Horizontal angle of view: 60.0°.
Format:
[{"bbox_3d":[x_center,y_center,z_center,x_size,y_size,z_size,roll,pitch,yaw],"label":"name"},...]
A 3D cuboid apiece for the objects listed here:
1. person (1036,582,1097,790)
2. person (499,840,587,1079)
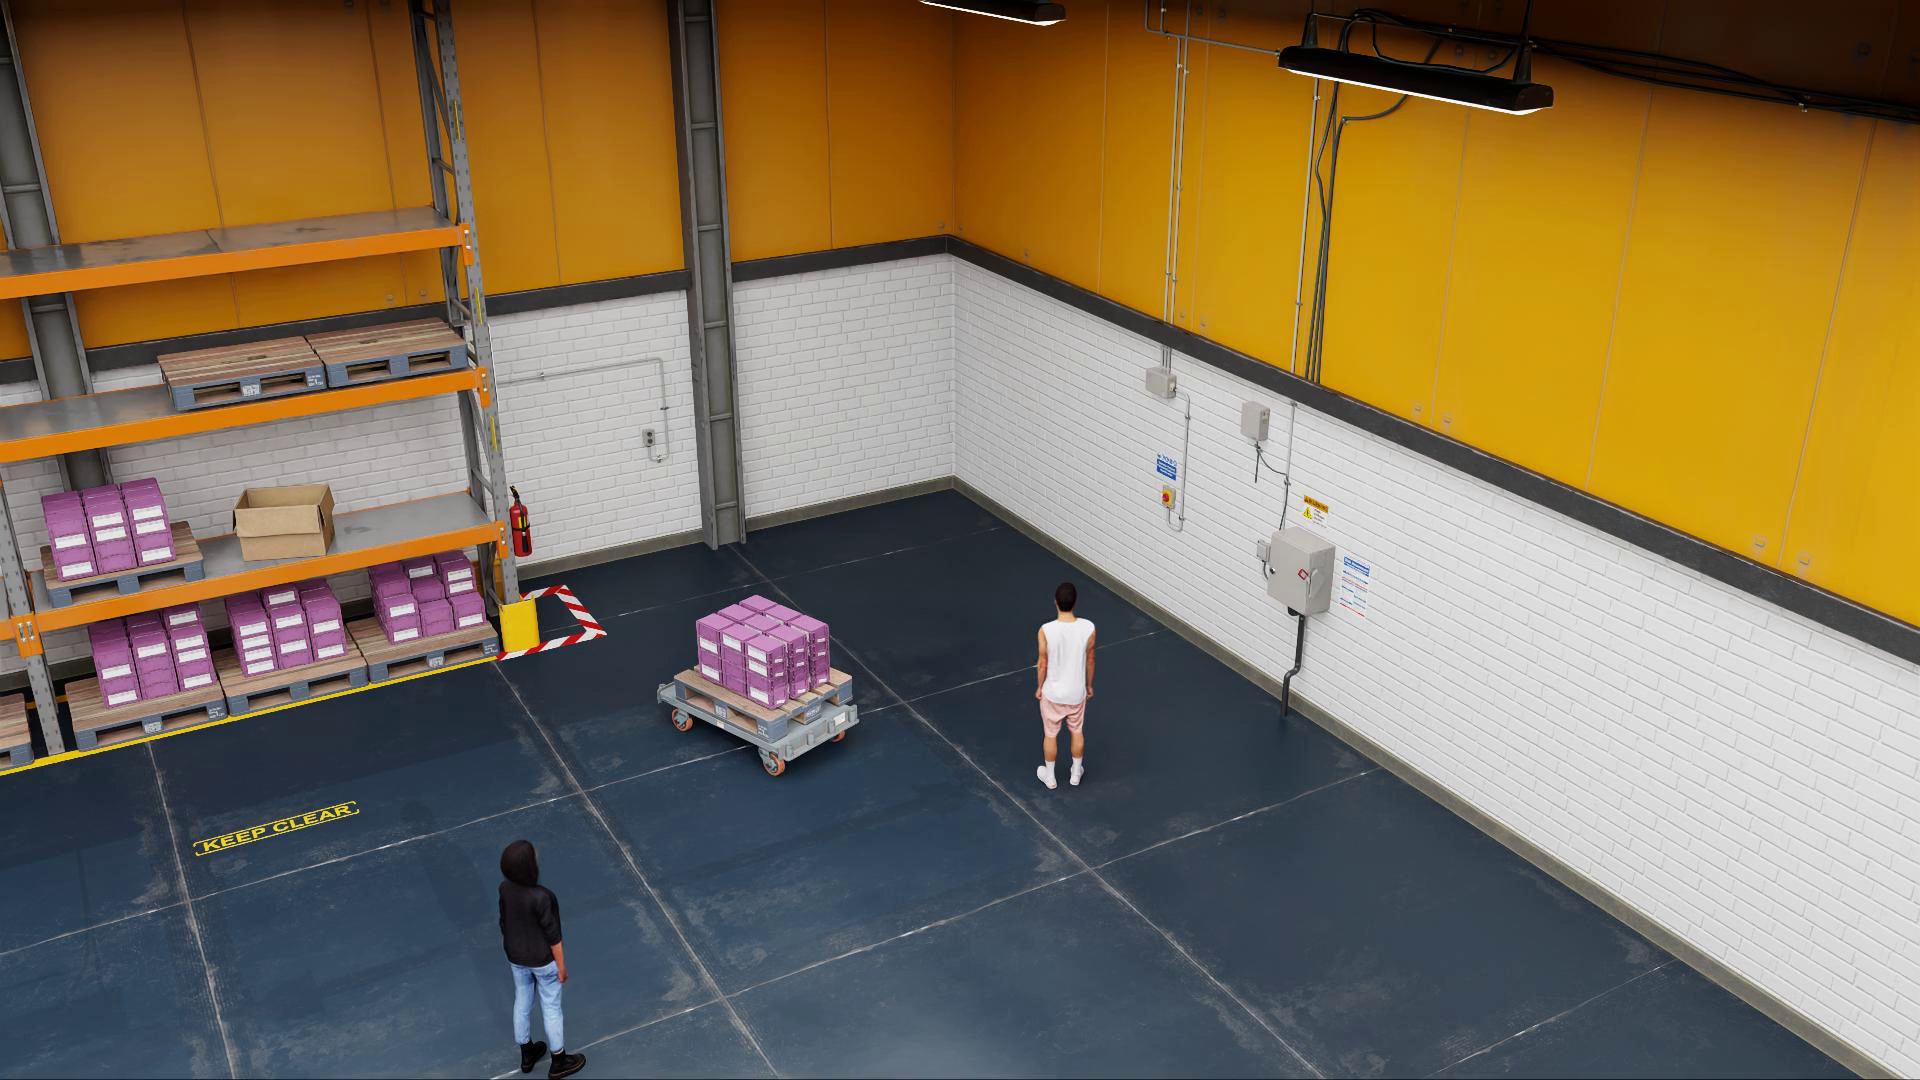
[{"bbox_3d":[0.842,1.186,13.443,0.633,1.789,0.771,-4,24,-9],"label":"person"},{"bbox_3d":[-2.644,2.597,10.325,0.661,1.701,0.698,10,26,22],"label":"person"}]
